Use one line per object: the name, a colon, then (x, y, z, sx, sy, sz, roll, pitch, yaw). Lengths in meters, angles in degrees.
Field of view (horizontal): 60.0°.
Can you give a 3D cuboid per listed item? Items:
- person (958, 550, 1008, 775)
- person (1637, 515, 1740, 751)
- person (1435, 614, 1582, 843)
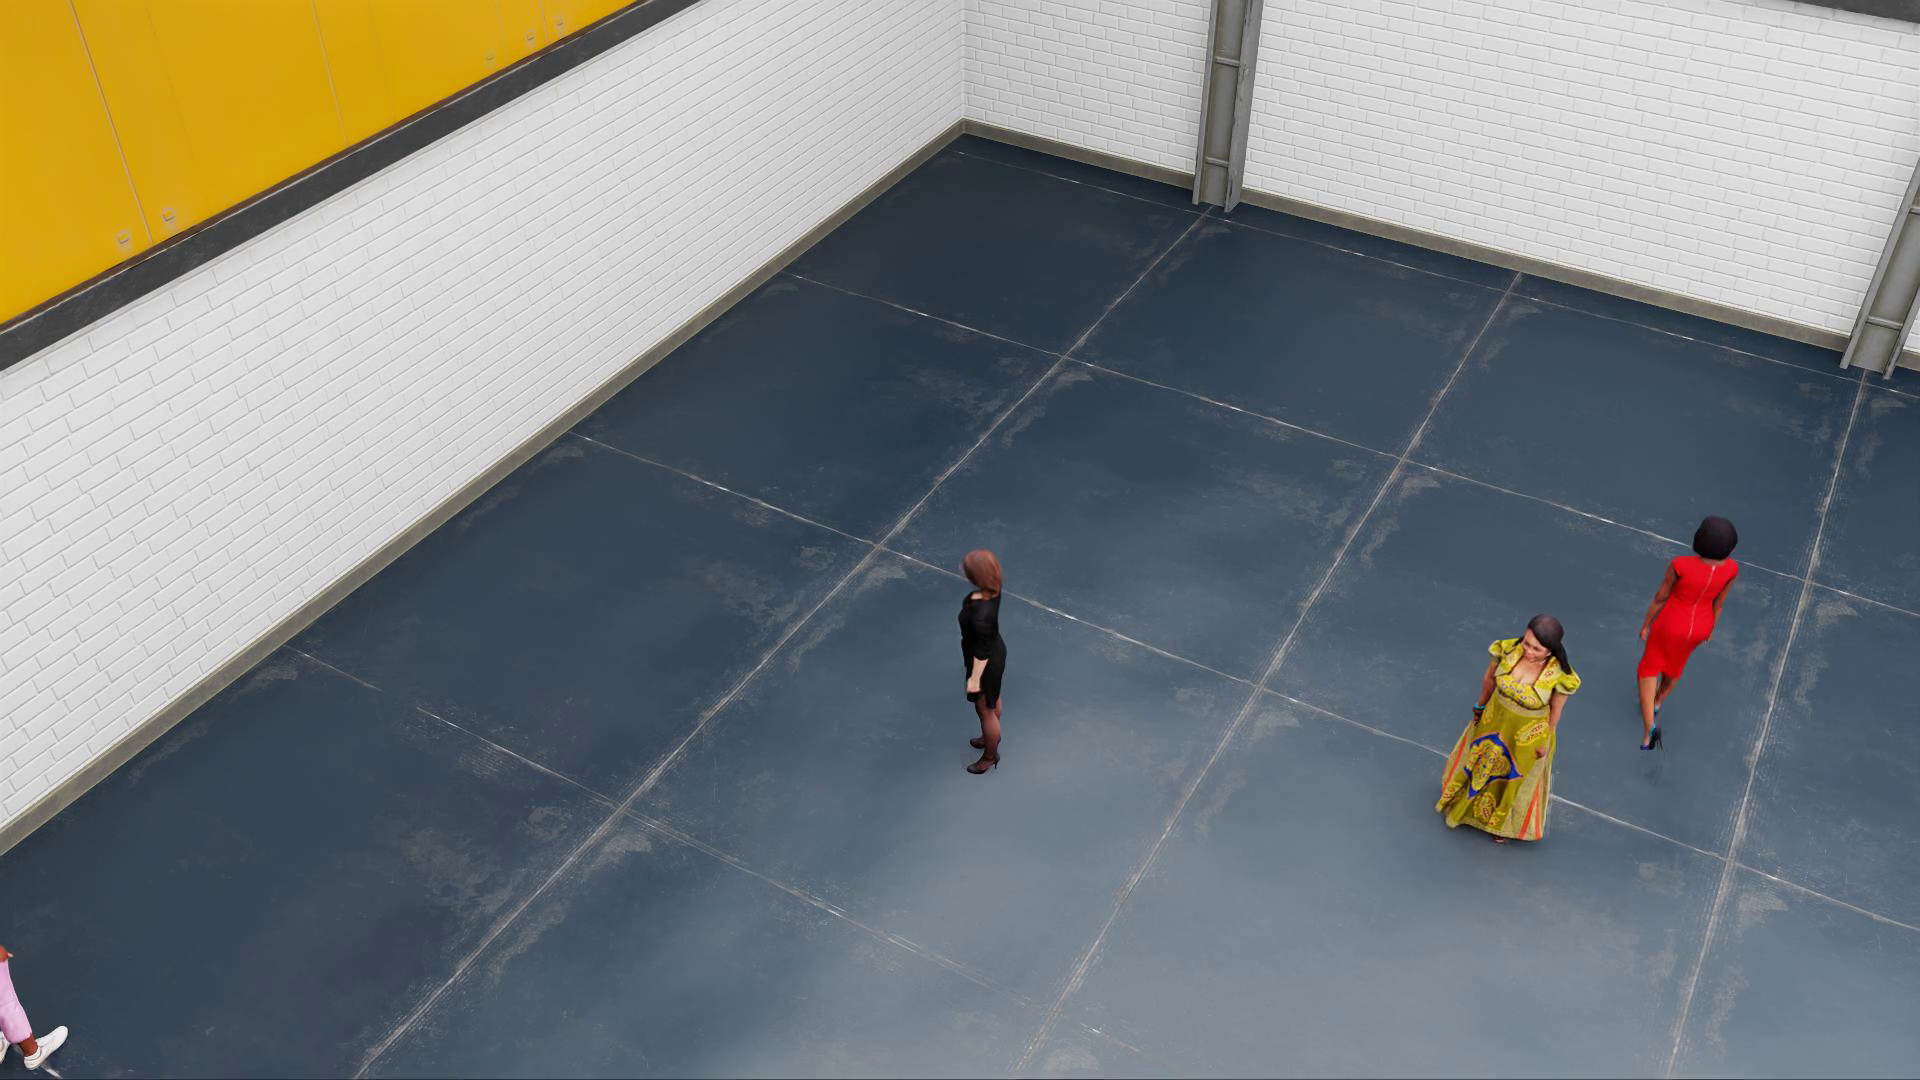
person: (0.154, 0.732, 10.047, 0.624, 1.705, 0.651, 5, 39, 6)
person: (4.426, 0.590, 10.201, 0.891, 1.735, 0.863, 2, 39, 3)
person: (3.237, 1.065, 9.666, 0.757, 1.660, 0.946, 26, 45, 29)
